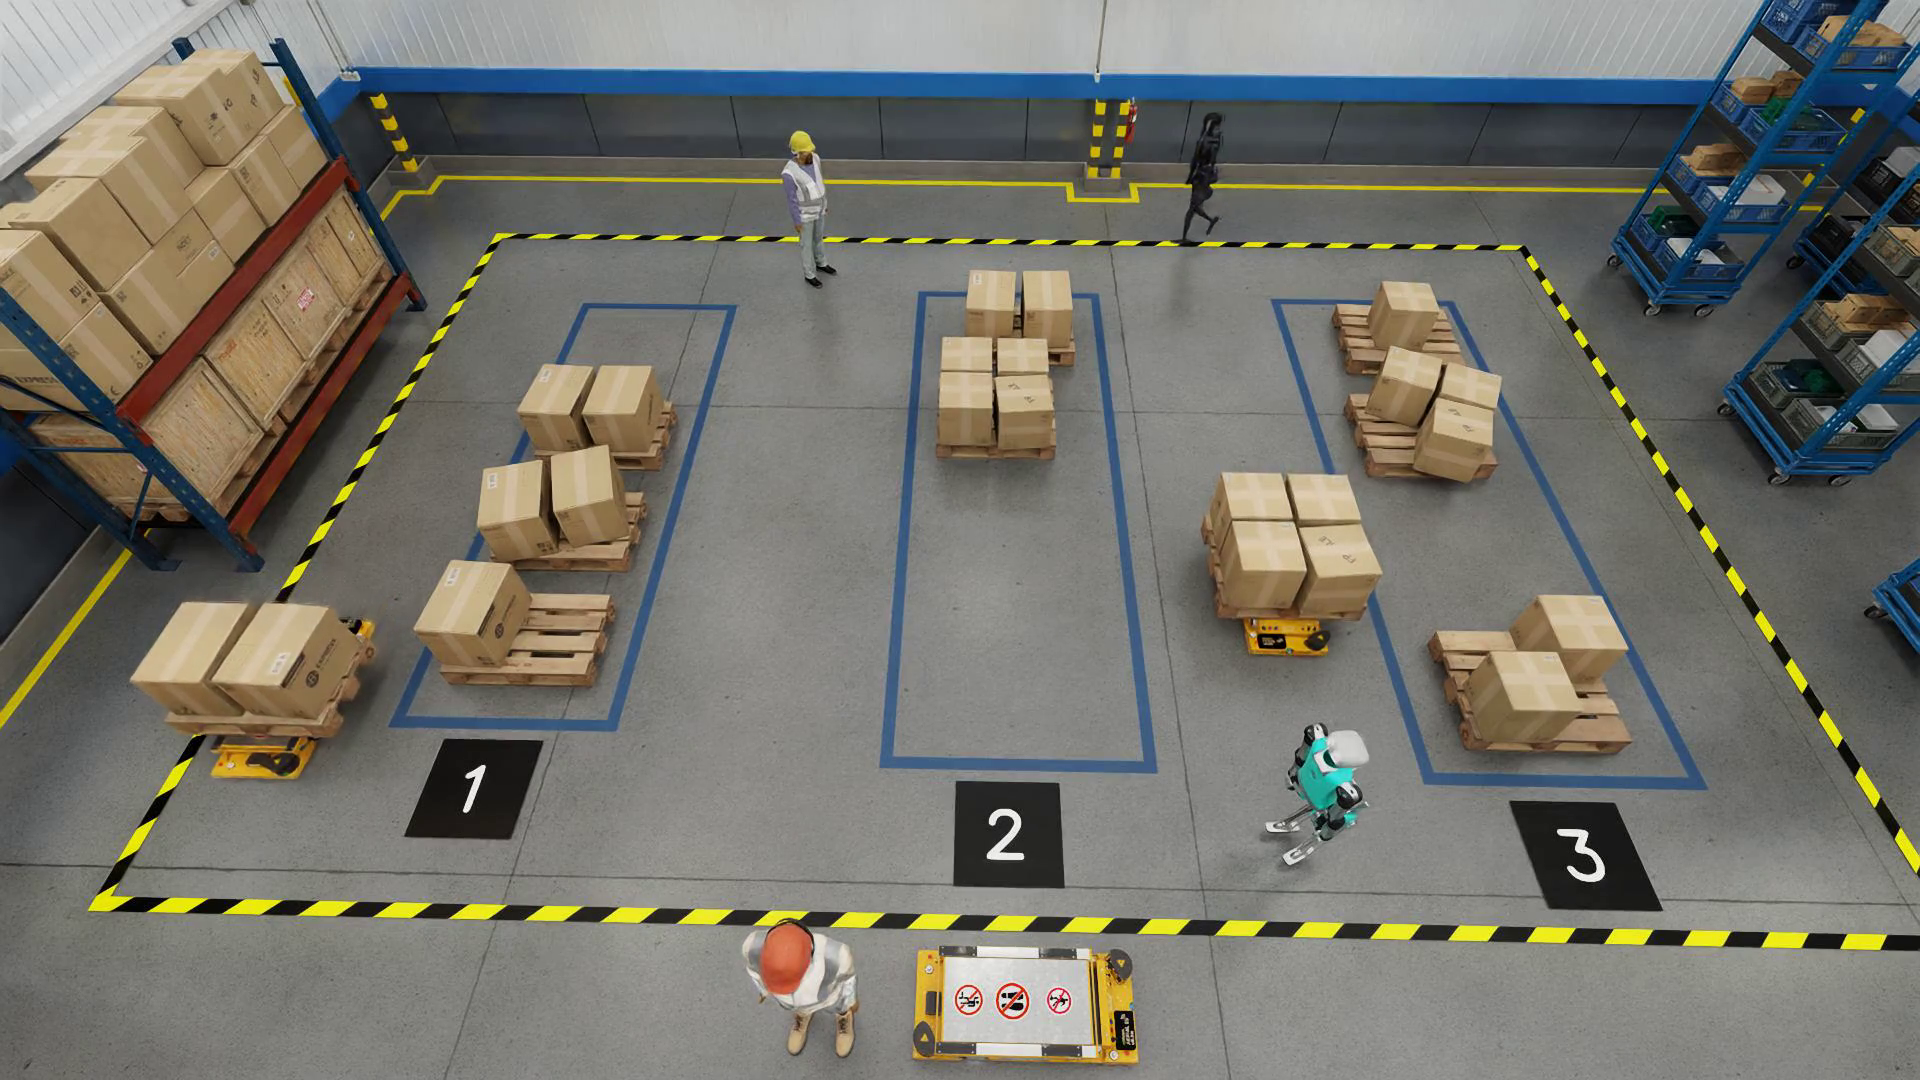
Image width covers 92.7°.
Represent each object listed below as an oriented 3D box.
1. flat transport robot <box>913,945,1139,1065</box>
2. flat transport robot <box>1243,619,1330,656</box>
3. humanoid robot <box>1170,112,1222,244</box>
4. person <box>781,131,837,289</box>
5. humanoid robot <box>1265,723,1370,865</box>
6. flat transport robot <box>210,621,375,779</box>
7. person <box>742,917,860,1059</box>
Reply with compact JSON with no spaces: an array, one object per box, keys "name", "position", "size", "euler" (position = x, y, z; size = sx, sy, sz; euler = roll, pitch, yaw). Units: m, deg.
[{"name":"flat transport robot","position":[0.422,3.041,6.007],"size":[1.431,0.231,0.659],"euler":[1,51,1]},{"name":"flat transport robot","position":[2.800,0.370,8.166],"size":[0.652,0.197,1.431],"euler":[1,51,1]},{"name":"humanoid robot","position":[3.013,-4.390,11.169],"size":[0.623,1.640,0.589],"euler":[-8,51,-6]},{"name":"person","position":[-1.728,-3.810,10.579],"size":[0.404,1.837,0.587],"euler":[24,55,18]},{"name":"humanoid robot","position":[2.506,1.683,6.081],"size":[0.735,1.675,0.533],"euler":[-11,52,-9]},{"name":"flat transport robot","position":[-5.424,1.237,7.459],"size":[0.652,0.197,1.431],"euler":[1,51,1]},{"name":"person","position":[-0.874,2.586,5.240],"size":[0.604,2.035,0.386],"euler":[4,51,4]}]
